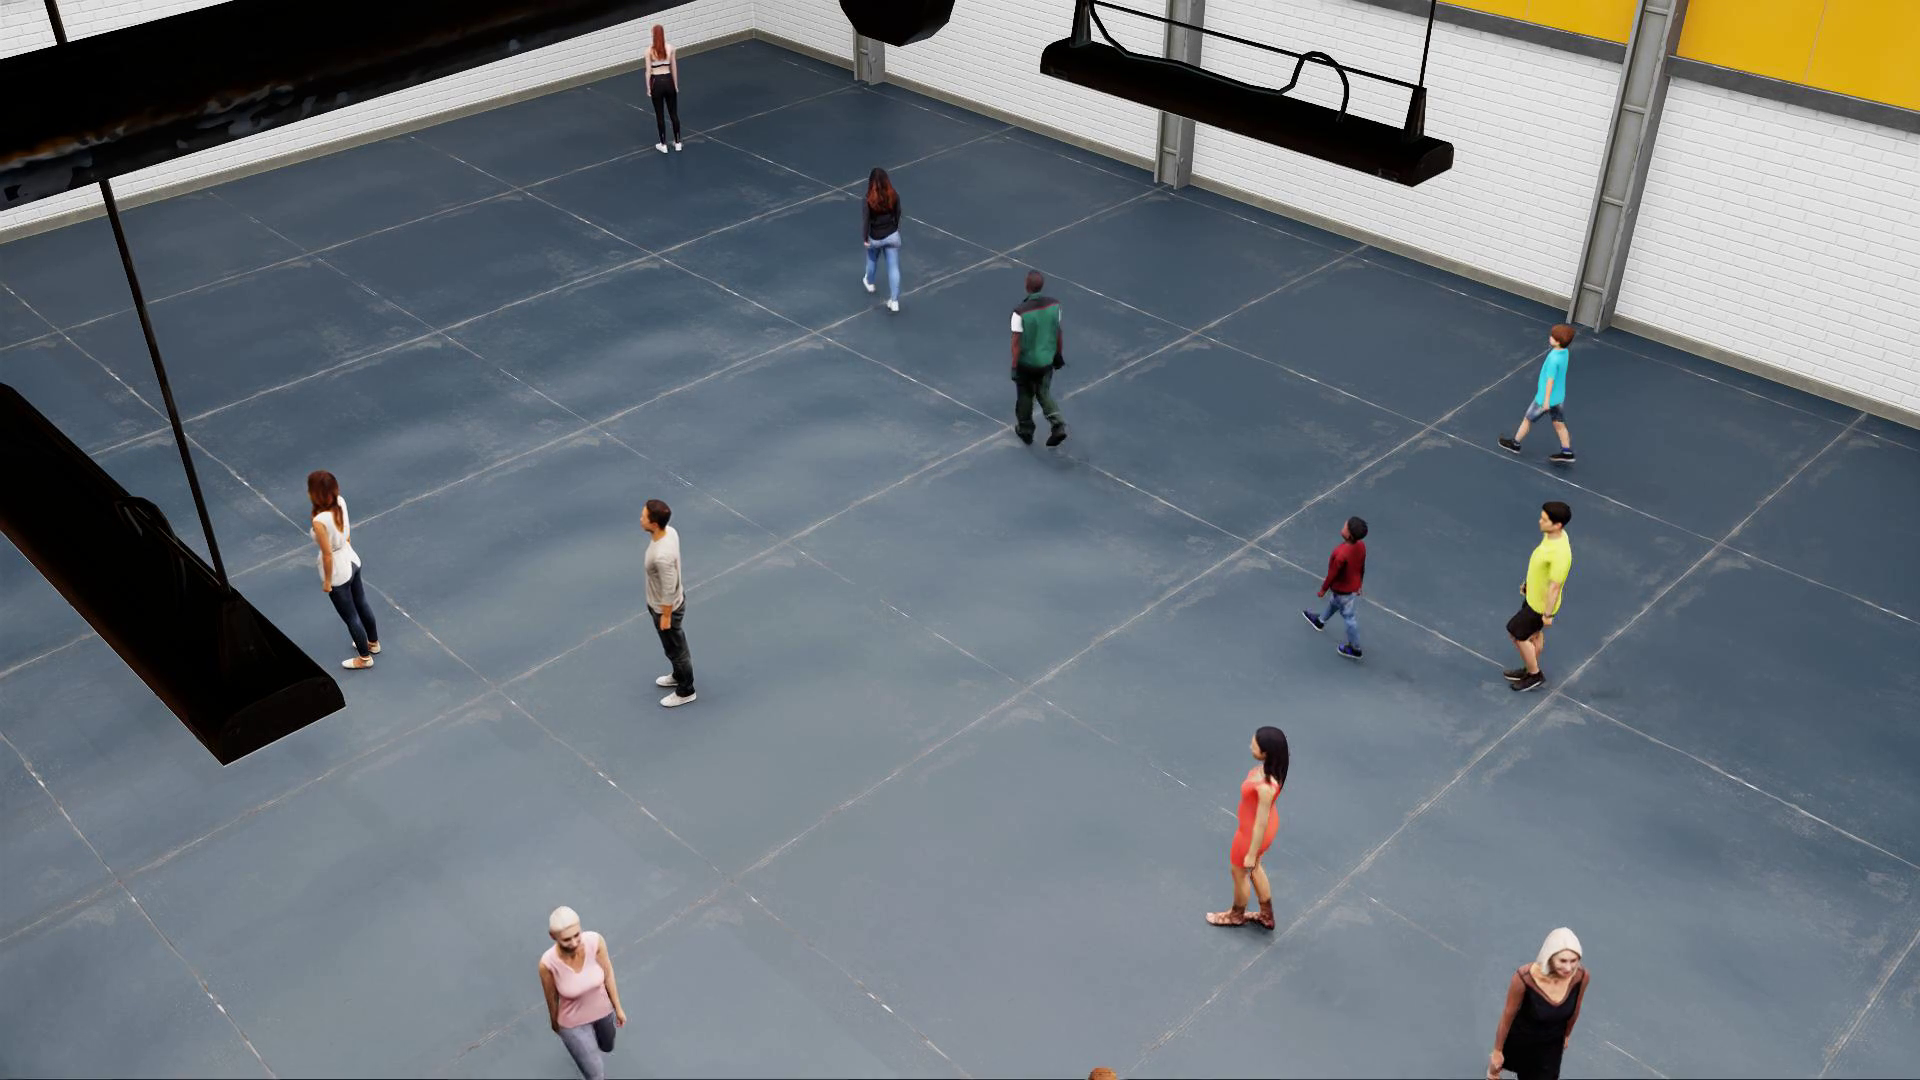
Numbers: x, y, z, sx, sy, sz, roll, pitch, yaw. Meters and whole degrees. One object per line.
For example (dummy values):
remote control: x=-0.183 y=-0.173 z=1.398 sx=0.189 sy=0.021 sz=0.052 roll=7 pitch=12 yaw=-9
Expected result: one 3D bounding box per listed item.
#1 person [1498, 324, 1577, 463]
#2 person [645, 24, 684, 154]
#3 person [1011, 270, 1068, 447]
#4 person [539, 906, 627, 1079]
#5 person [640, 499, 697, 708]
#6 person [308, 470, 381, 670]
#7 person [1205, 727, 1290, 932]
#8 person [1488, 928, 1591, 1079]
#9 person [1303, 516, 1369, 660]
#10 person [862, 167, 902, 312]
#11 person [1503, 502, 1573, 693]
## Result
person: x=5.697 y=-1.367 z=15.842 sx=0.967 sy=1.418 sz=0.544 roll=27 pitch=42 yaw=34
person: x=-4.069 y=-6.196 z=22.812 sx=0.664 sy=1.745 sz=0.658 roll=-17 pitch=37 yaw=-23
person: x=0.770 y=-1.665 z=15.931 sx=0.892 sy=1.816 sz=1.063 roll=-18 pitch=38 yaw=-25
person: x=-2.162 y=2.663 z=9.523 sx=0.699 sy=1.702 sz=1.117 roll=-21 pitch=39 yaw=-28
person: x=-2.229 y=0.468 z=12.725 sx=0.799 sy=1.811 sz=0.685 roll=-6 pitch=34 yaw=-9
person: x=-4.862 y=0.232 z=13.105 sx=0.716 sy=1.785 sz=0.681 roll=4 pitch=34 yaw=6
person: x=1.933 y=1.883 z=10.683 sx=0.829 sy=1.717 sz=0.764 roll=11 pitch=35 yaw=16
person: x=3.196 y=2.763 z=9.372 sx=1.091 sy=1.700 sz=1.118 roll=1 pitch=34 yaw=2
person: x=3.144 y=0.402 z=13.360 sx=0.869 sy=1.218 sz=0.521 roll=27 pitch=42 yaw=34
person: x=-0.840 y=-3.345 z=18.656 sx=0.968 sy=1.597 sz=1.180 roll=-9 pitch=35 yaw=-14
person: x=4.588 y=0.434 z=12.881 sx=0.779 sy=1.695 sz=0.742 roll=6 pitch=34 yaw=9
